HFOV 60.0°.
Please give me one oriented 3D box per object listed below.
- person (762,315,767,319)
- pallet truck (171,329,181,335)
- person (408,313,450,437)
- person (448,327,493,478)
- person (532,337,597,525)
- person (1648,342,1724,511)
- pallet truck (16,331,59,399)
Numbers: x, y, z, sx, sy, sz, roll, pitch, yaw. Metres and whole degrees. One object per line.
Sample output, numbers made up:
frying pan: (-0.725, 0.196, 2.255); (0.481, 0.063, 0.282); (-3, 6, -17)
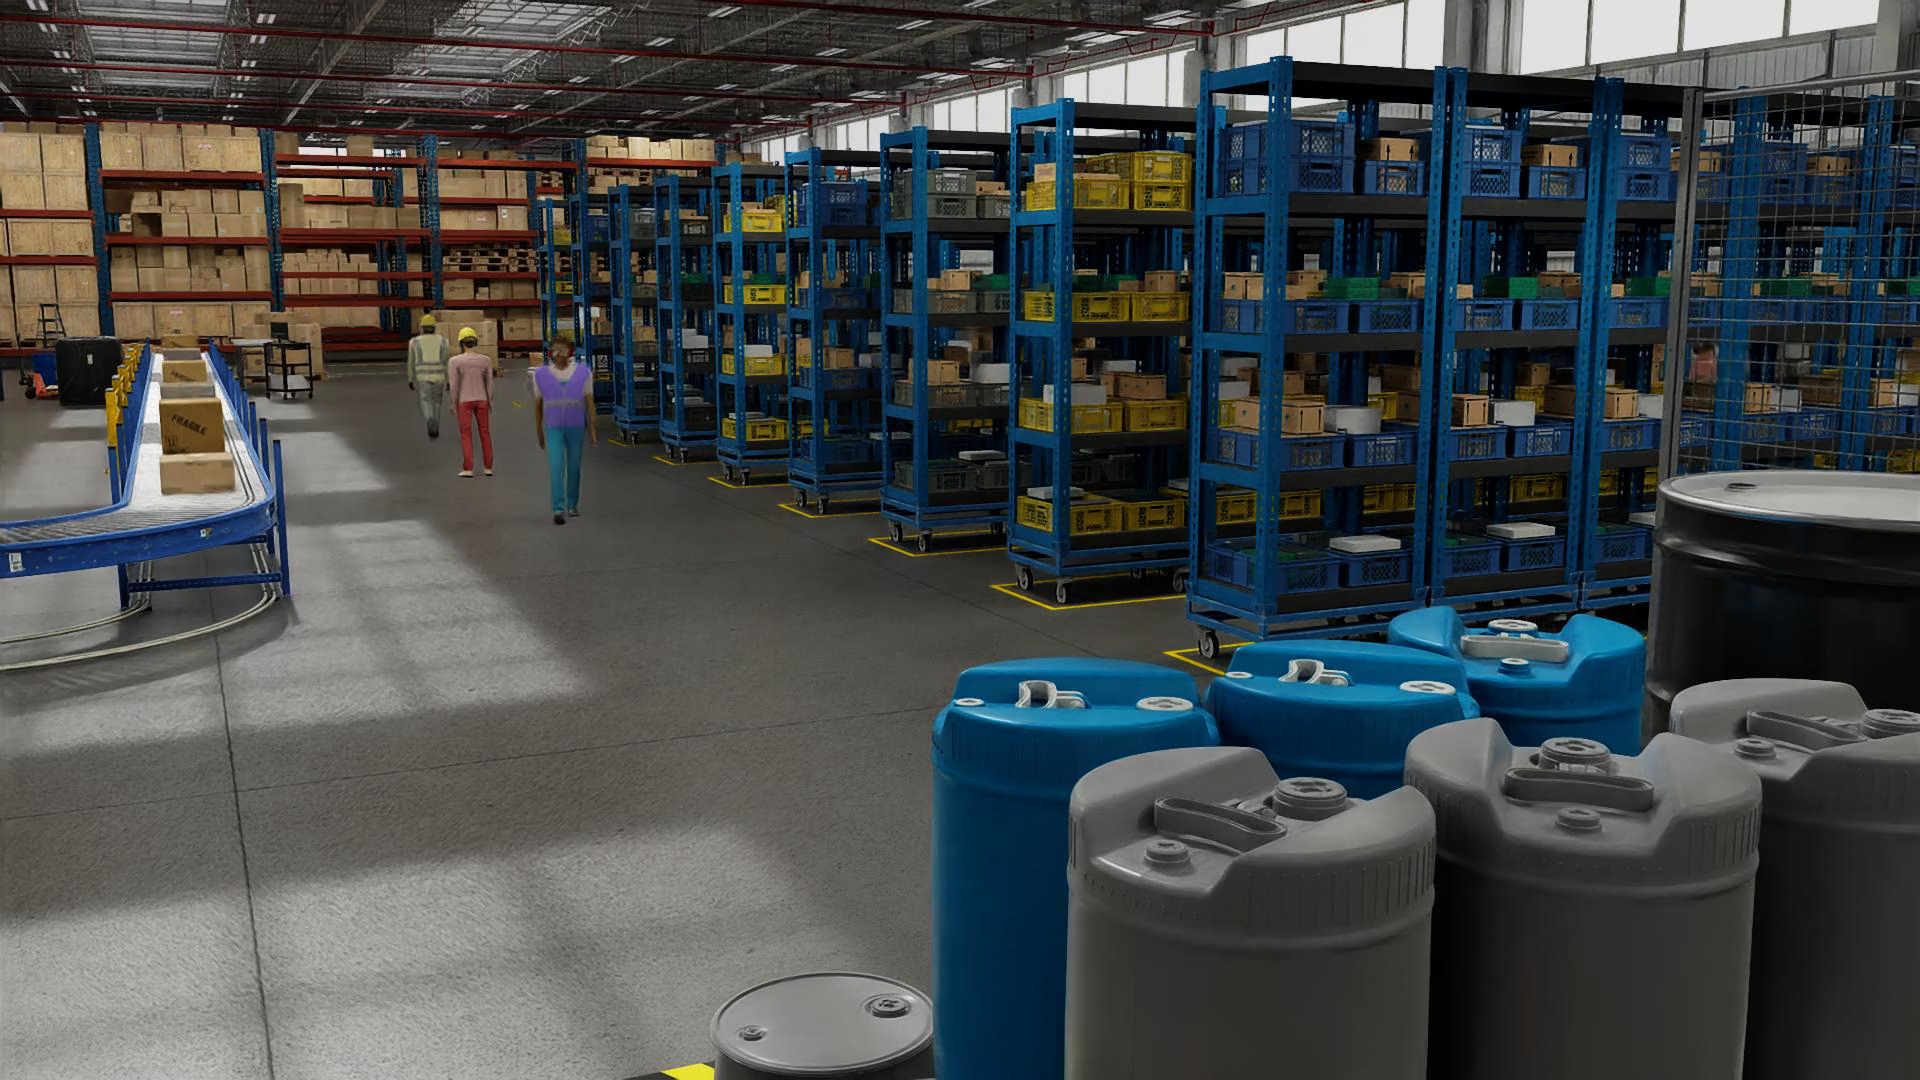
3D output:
person: (-4.620, -4.778, 39.628); (0.327, 1.626, 0.527); (-5, 11, -29)
pallet truck: (-17.275, -3.851, 35.096); (1.601, 1.201, 0.680); (0, 9, 1)
person: (-7.654, -2.366, 24.062); (0.602, 1.810, 0.654); (-5, 10, -26)
person: (-5.754, -1.617, 19.573); (0.533, 1.765, 0.329); (-7, 11, -37)
person: (-3.816, -1.065, 16.070); (0.572, 1.795, 0.988); (-3, 10, -17)
person: (6.865, -1.077, 15.628); (0.636, 1.952, 0.928); (-5, 10, -27)
pallet truck: (-17.082, -3.353, 31.781); (1.630, 1.274, 0.653); (-4, 10, -25)
